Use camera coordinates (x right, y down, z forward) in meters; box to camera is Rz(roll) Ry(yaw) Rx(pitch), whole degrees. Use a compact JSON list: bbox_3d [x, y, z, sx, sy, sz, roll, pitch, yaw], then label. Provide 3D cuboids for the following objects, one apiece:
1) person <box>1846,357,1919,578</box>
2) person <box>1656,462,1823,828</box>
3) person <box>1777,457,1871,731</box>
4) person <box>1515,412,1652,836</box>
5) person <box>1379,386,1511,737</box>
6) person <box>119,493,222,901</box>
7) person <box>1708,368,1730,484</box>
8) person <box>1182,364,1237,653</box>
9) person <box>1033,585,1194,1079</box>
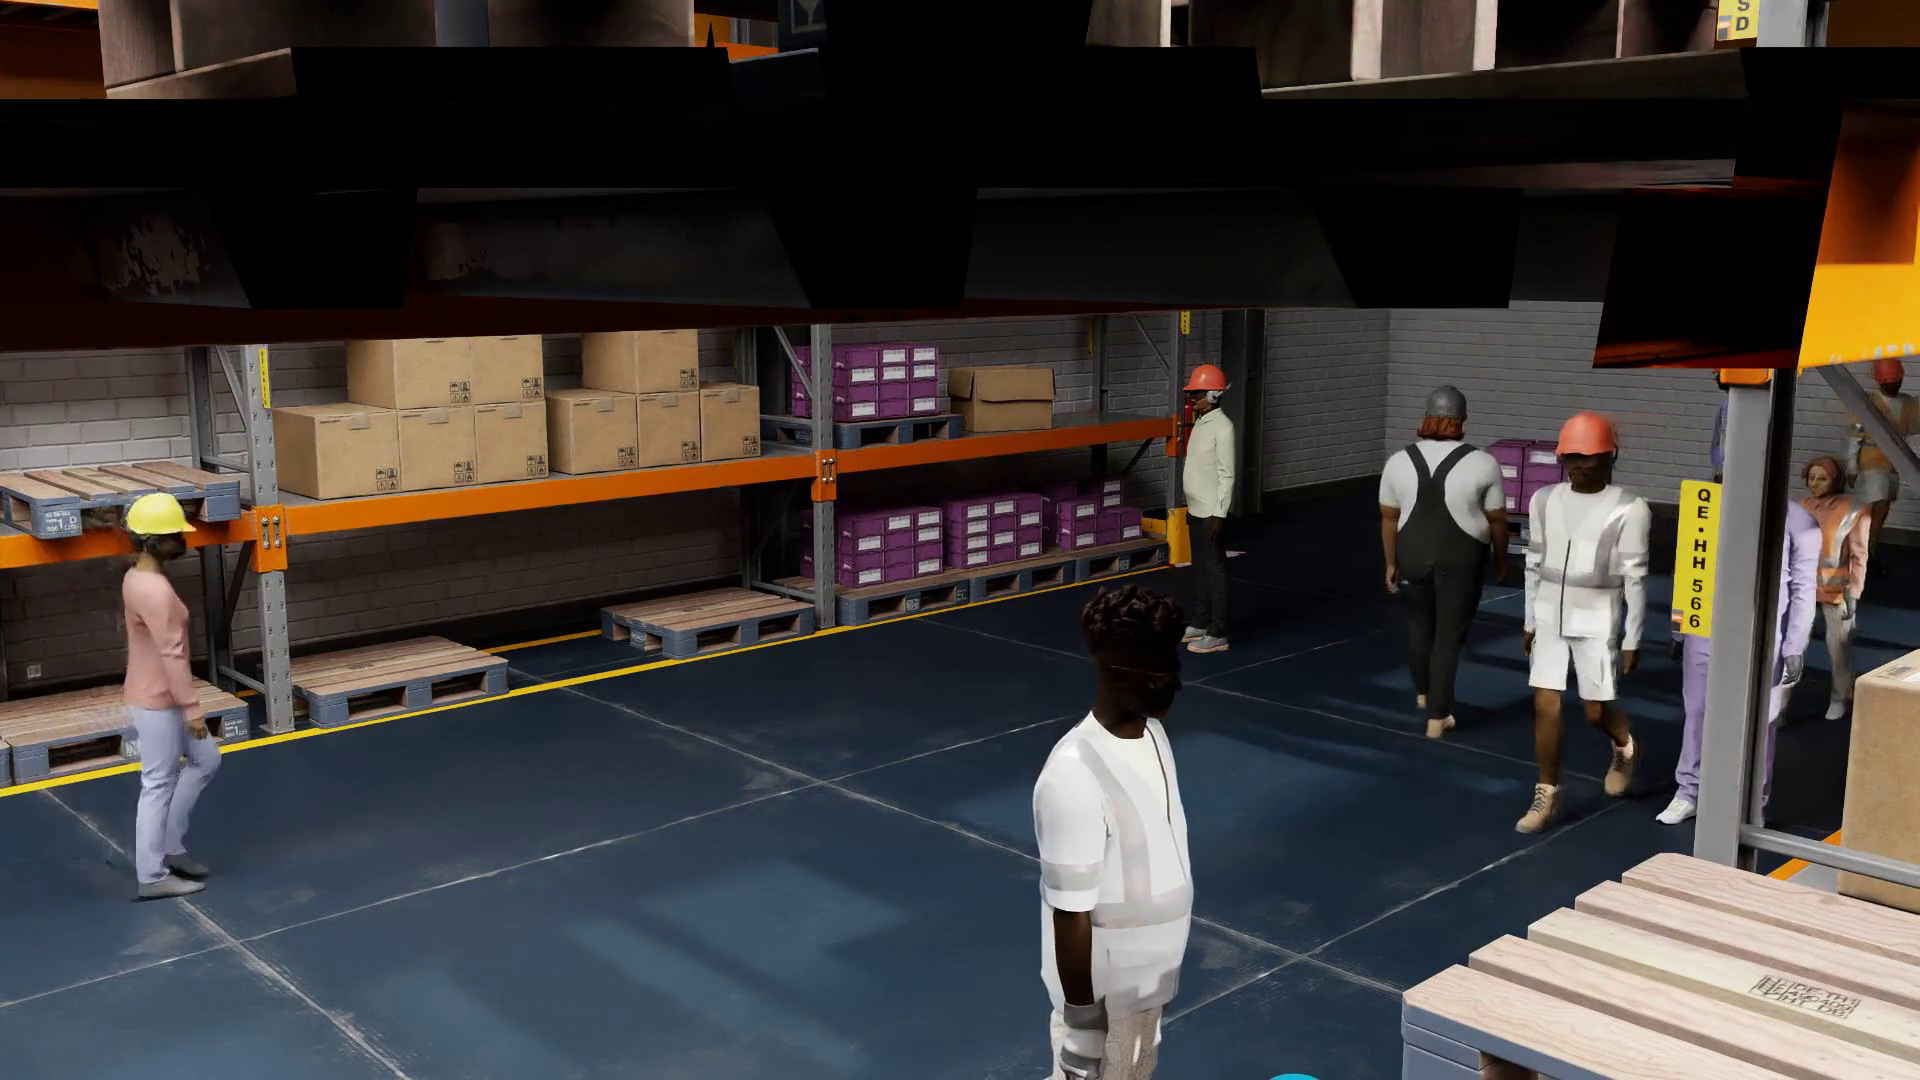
[{"bbox_3d":[7.887,-0.612,14.113,0.583,1.902,0.589,-3,10,-15],"label":"person"},{"bbox_3d":[3.648,0.461,7.832,0.642,1.909,0.399,9,13,43],"label":"person"},{"bbox_3d":[4.982,0.311,9.637,0.877,1.593,0.516,-10,14,-44],"label":"person"},{"bbox_3d":[3.014,0.381,7.987,0.818,2.018,0.613,-9,13,-41],"label":"person"},{"bbox_3d":[2.851,0.073,9.711,0.692,2.000,0.788,7,12,35],"label":"person"},{"bbox_3d":[-3.343,0.670,7.051,0.451,1.746,0.538,-6,11,-29],"label":"person"},{"bbox_3d":[6.606,-0.636,14.218,0.535,1.920,0.571,6,11,32],"label":"person"},{"bbox_3d":[1.715,-0.222,11.573,0.382,1.995,0.612,-2,10,-13],"label":"person"},{"bbox_3d":[0.388,1.068,4.103,0.361,1.963,0.614,4,11,23],"label":"person"}]
